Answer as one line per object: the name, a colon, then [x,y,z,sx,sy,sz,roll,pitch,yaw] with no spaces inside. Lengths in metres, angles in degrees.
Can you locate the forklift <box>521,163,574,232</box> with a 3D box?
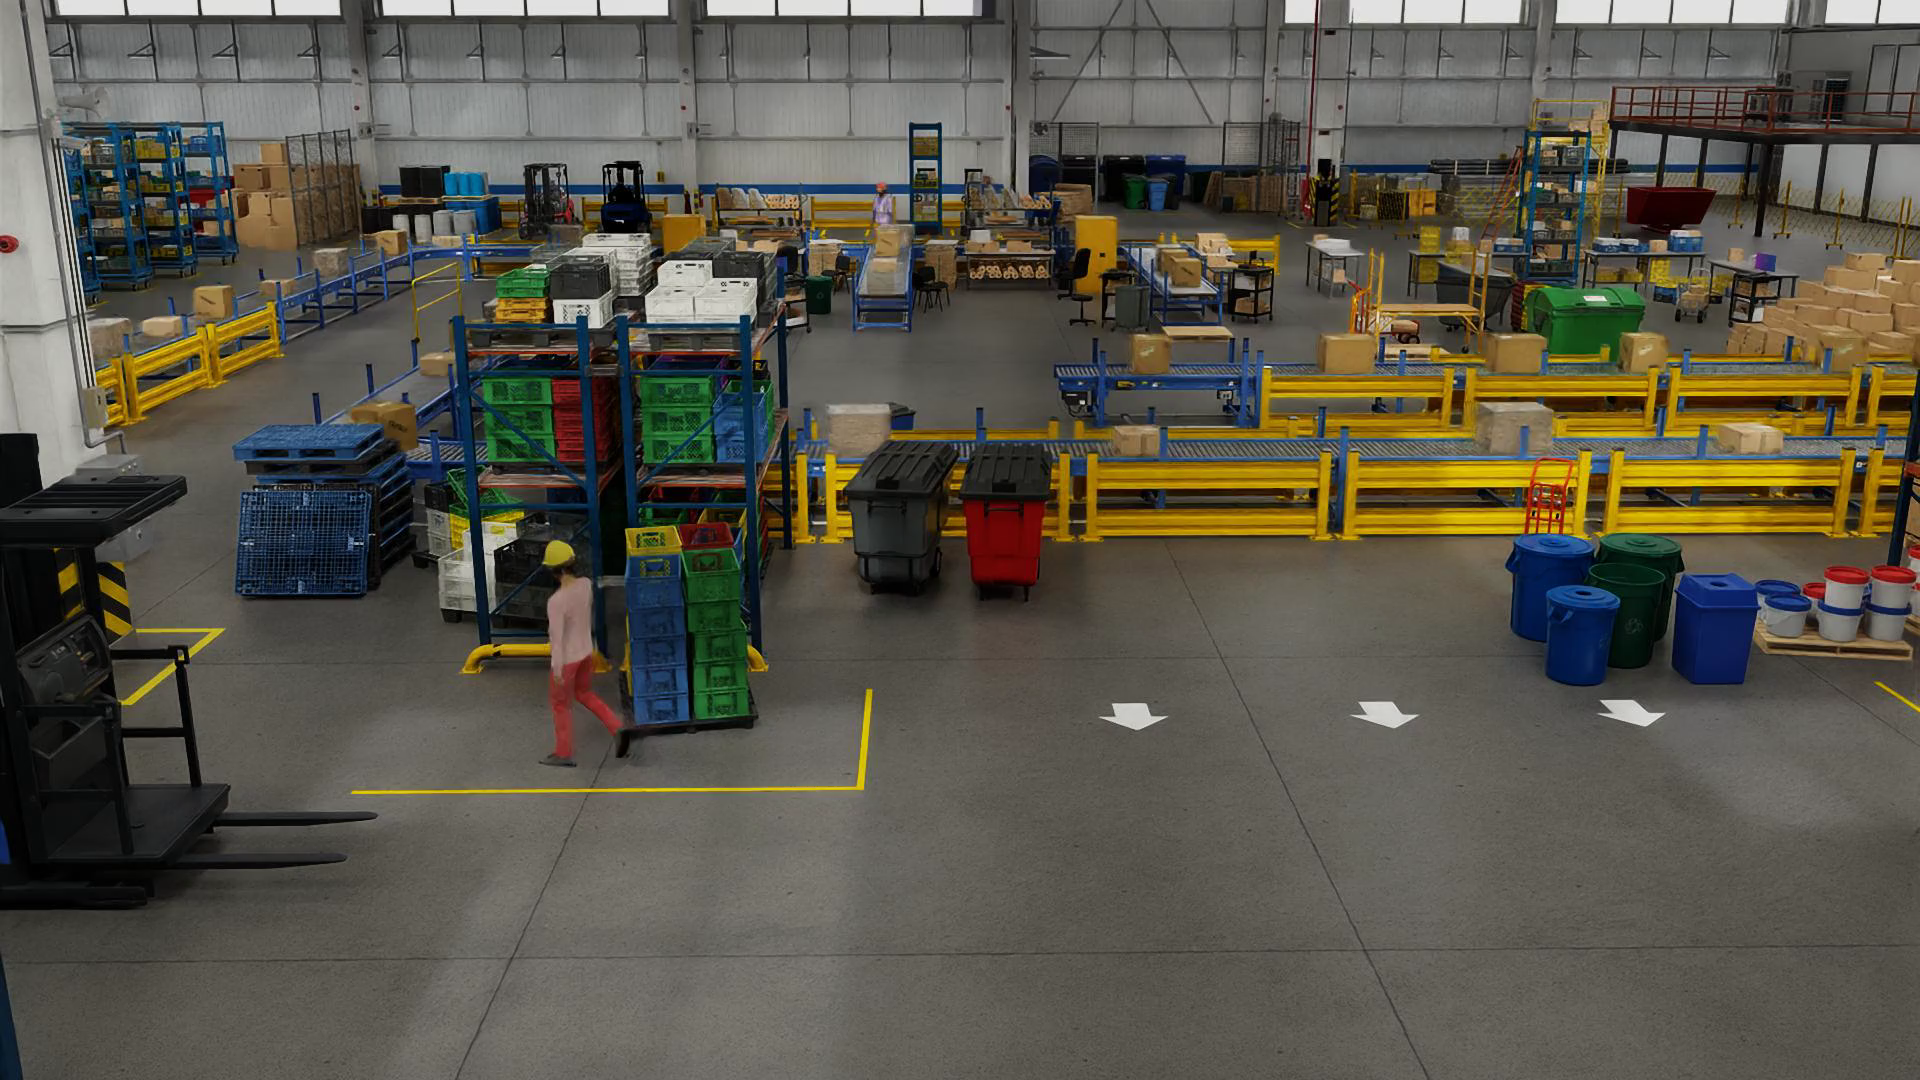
forklift: [-12.233,-10.122,49.298,1.157,1.987,2.680,0,16,-1]

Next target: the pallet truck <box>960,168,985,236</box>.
pallet truck: [0.383,-10.230,50.206,0.823,1.965,1.885,-1,16,-3]

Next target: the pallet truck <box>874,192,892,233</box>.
pallet truck: [-2.277,-9.986,50.594,0.653,1.274,1.630,0,16,-1]

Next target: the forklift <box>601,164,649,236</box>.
forklift: [-9.948,-10.127,49.296,1.157,1.987,2.680,-1,16,-3]

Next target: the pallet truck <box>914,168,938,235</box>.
pallet truck: [-0.989,-10.316,50.507,0.823,1.965,1.885,1,16,3]

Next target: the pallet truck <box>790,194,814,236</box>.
pallet truck: [-4.814,-9.883,50.259,0.704,1.261,1.522,-1,16,-3]

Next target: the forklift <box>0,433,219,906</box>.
forklift: [-5.952,0.780,10.366,1.873,2.768,1.129,0,16,-1]

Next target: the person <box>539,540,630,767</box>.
person: [-2.776,0.845,12.151,0.638,1.746,0.543,6,17,21]

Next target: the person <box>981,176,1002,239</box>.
person: [0.887,-9.595,48.198,0.587,1.889,0.669,1,16,2]

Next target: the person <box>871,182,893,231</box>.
person: [-2.001,-8.484,44.123,0.613,2.015,0.907,14,21,40]

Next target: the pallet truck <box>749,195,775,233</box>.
pallet truck: [-6.051,-9.967,50.660,0.680,1.201,1.601,0,16,-1]
